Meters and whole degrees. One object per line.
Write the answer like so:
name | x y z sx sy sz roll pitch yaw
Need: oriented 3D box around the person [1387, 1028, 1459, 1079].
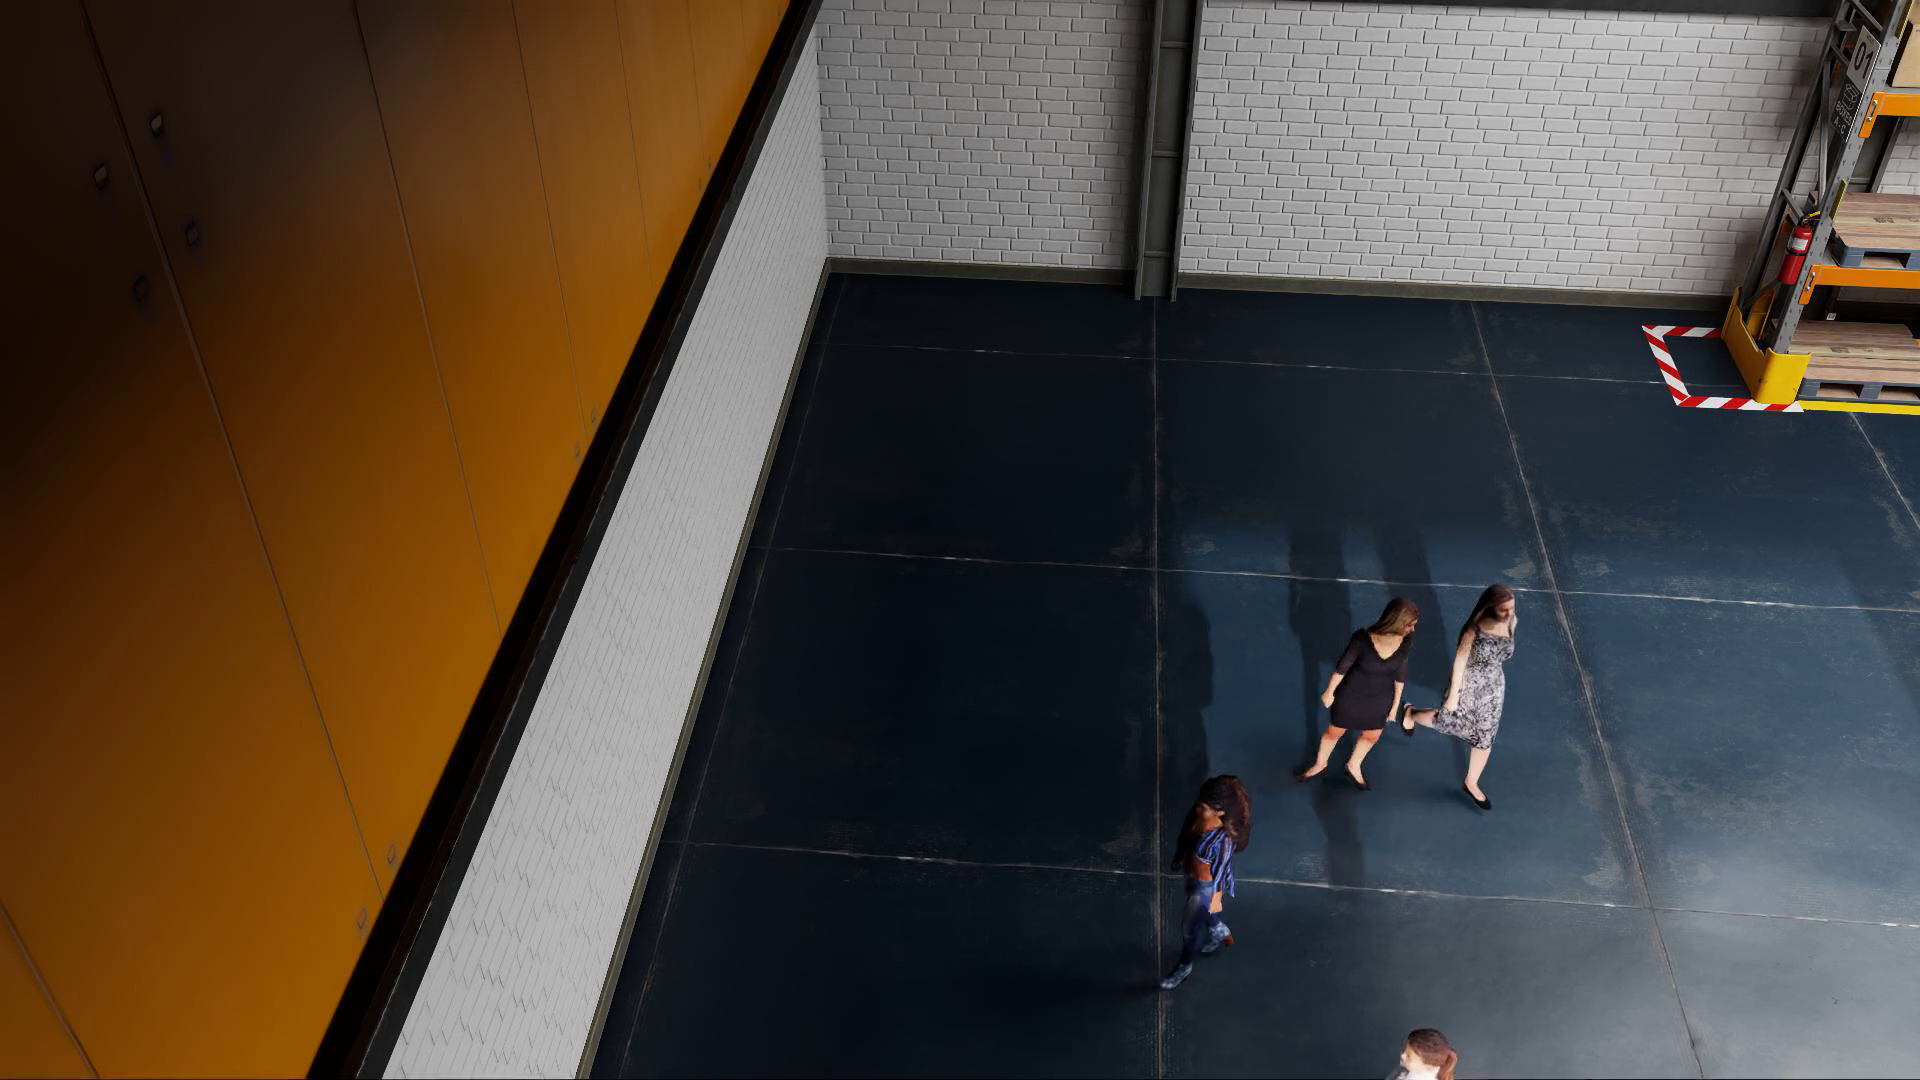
person | 2.286 2.897 8.155 1.075 1.509 0.592 -1 39 -2

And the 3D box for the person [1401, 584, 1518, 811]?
person | 3.185 0.887 10.537 1.091 1.678 0.964 -14 41 -17

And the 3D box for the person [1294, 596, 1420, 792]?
person | 2.477 0.970 10.449 0.496 1.657 0.791 4 39 5

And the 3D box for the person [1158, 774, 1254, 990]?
person | 1.404 1.878 9.350 0.867 1.610 0.764 -11 40 -14
